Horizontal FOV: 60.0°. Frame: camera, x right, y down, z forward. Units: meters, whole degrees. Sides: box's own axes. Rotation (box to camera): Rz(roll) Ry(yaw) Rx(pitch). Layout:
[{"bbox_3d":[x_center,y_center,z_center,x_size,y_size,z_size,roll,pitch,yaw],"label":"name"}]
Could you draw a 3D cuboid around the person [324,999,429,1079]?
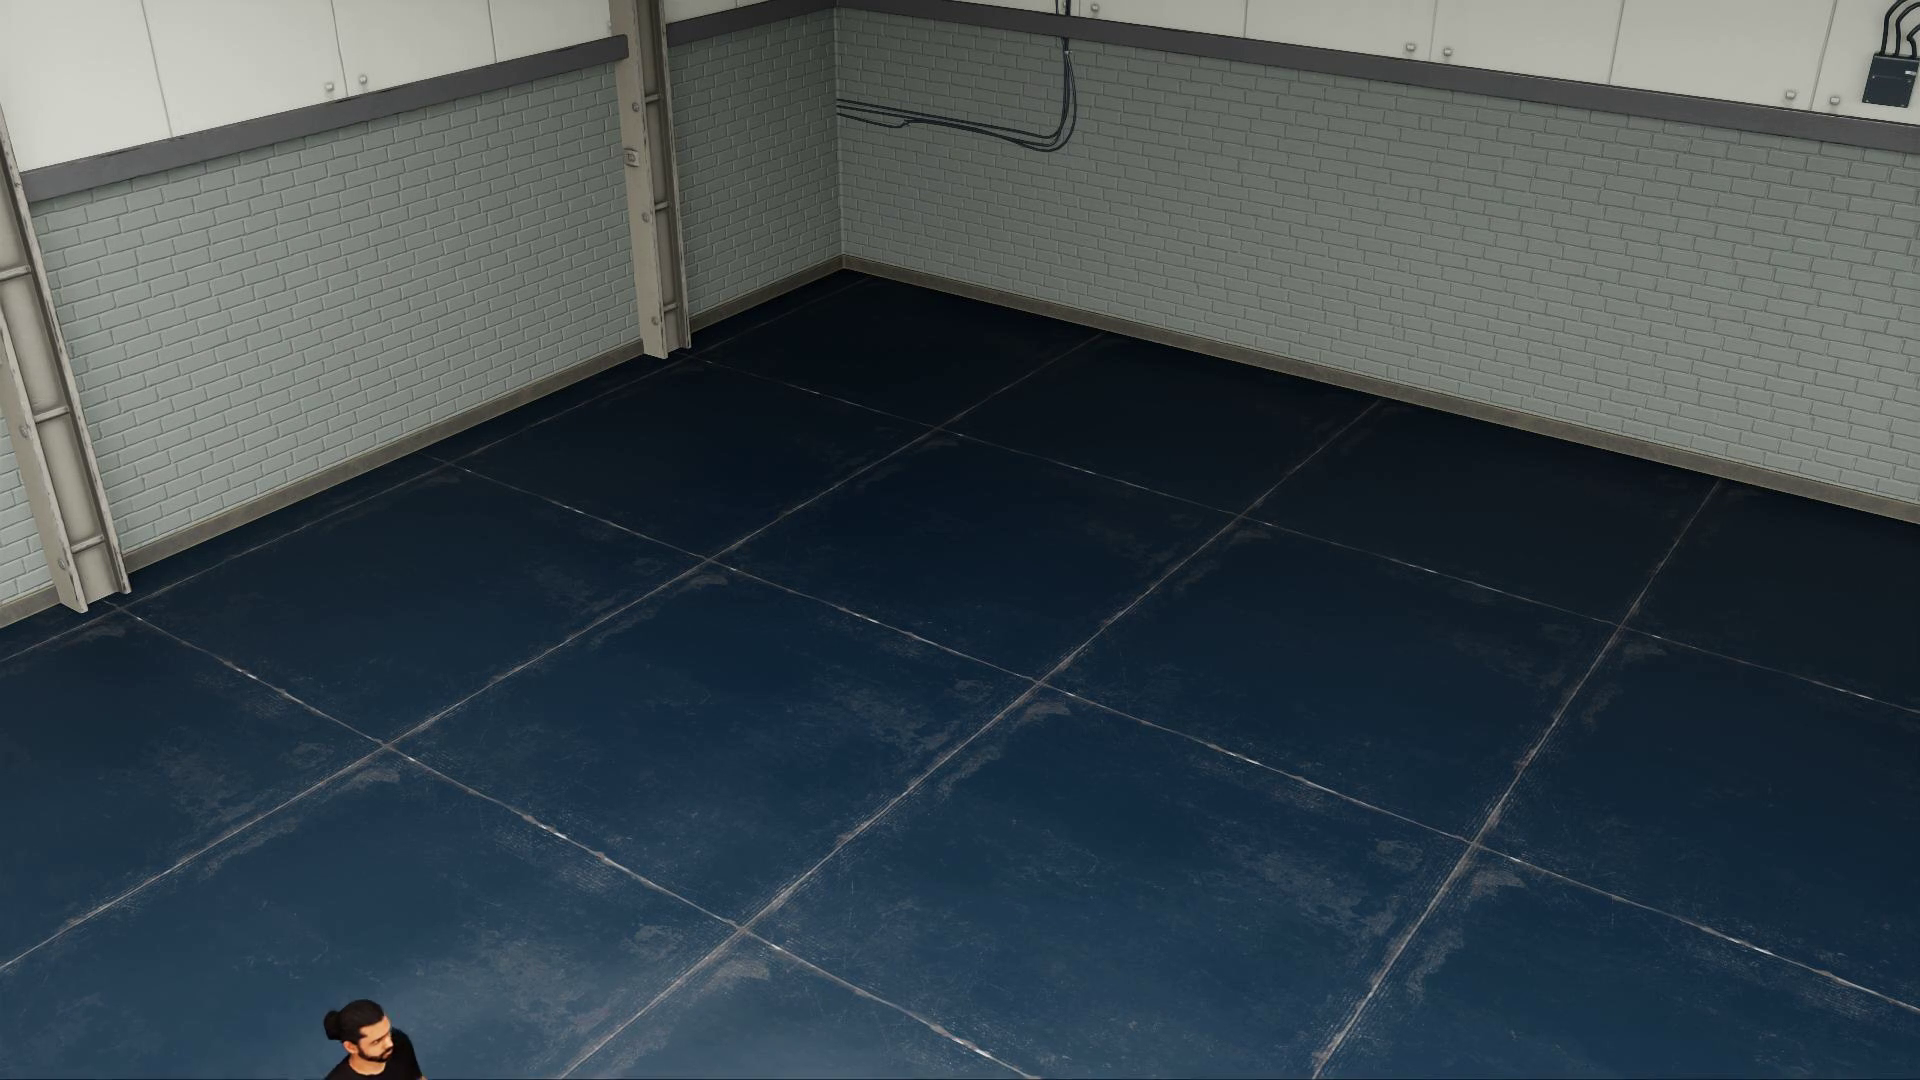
[{"bbox_3d":[-2.311,2.470,6.519,0.897,1.733,0.983,7,29,13],"label":"person"}]
